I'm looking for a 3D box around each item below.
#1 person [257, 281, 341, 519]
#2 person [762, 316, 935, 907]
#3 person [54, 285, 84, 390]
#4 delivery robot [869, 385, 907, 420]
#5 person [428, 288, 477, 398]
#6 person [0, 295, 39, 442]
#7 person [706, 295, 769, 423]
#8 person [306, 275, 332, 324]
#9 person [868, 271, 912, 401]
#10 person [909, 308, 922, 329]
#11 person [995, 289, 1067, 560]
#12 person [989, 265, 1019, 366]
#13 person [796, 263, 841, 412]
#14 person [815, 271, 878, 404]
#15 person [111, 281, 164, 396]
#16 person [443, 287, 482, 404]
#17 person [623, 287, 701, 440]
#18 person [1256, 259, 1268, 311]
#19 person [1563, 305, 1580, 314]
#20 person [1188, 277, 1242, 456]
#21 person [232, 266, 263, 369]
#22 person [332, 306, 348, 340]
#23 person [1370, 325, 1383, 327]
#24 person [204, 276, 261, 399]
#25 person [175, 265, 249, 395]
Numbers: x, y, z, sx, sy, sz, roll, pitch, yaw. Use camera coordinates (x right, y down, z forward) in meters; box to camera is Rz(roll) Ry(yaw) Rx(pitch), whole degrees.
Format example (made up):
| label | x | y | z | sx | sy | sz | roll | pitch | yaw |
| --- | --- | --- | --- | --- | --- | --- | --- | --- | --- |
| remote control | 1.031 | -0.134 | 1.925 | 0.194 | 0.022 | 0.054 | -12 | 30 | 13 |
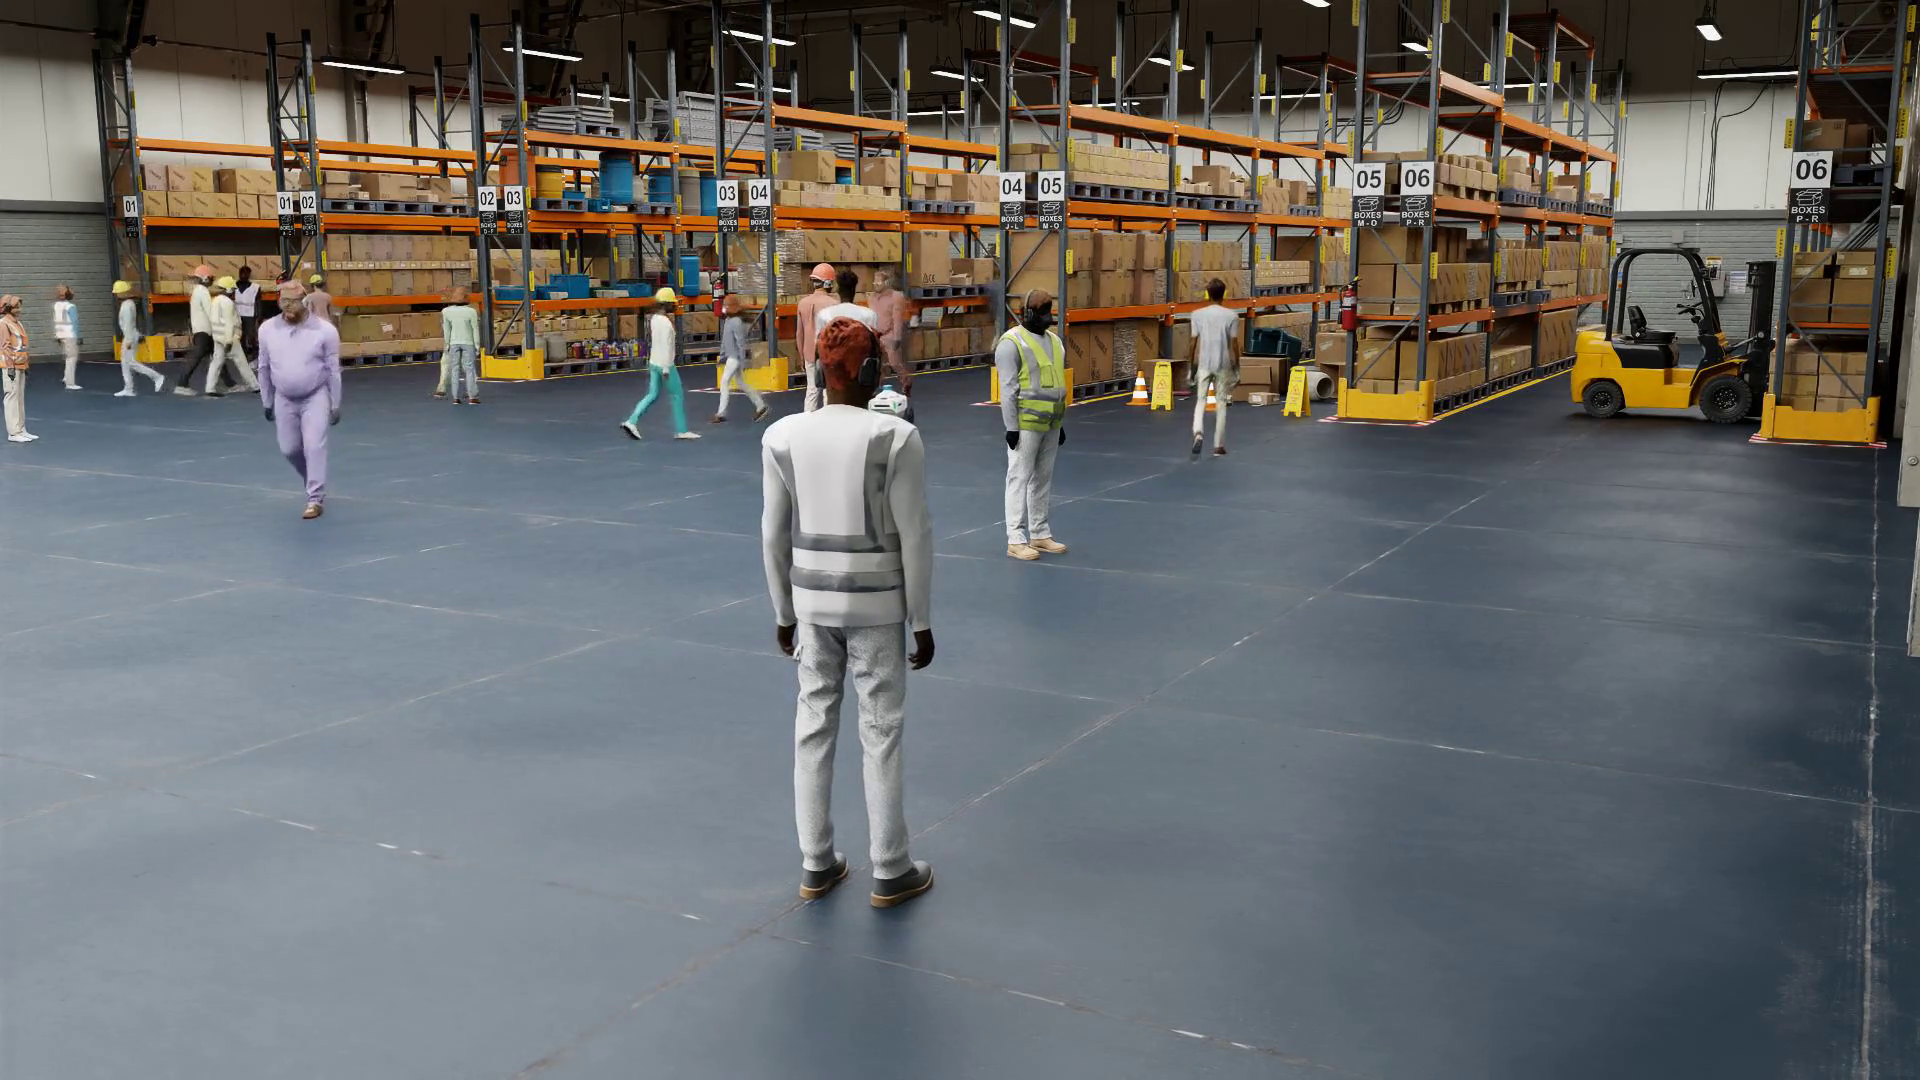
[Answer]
| label | x | y | z | sx | sy | sz | roll | pitch | yaw |
| --- | --- | --- | --- | --- | --- | --- | --- | --- | --- |
| person | -5.275 | -1.138 | 13.366 | 0.653 | 1.886 | 0.692 | -1 | 10 | -5 |
| person | -0.347 | 0.234 | 5.321 | 0.572 | 1.887 | 0.354 | 4 | 10 | 21 |
| person | -13.833 | -3.144 | 25.859 | 0.538 | 1.623 | 0.385 | 7 | 12 | 34 |
| delivery robot | -0.845 | -1.578 | 19.547 | 0.477 | 0.478 | 0.707 | 2 | 10 | 9 |
| person | -7.449 | -2.863 | 24.289 | 0.793 | 1.595 | 0.545 | 3 | 10 | 15 |
| person | -10.598 | -1.917 | 18.644 | 0.307 | 1.637 | 0.512 | -3 | 10 | -15 |
| person | -2.785 | -2.270 | 20.820 | 0.816 | 1.598 | 0.498 | -4 | 10 | -20 |
| person | -11.241 | -3.760 | 29.100 | 0.743 | 1.735 | 0.544 | 6 | 12 | 33 |
| person | -1.054 | -2.953 | 24.051 | 0.630 | 1.864 | 0.893 | 6 | 11 | 30 |
| person | -1.071 | -4.670 | 34.705 | 0.537 | 1.656 | 0.857 | 3 | 10 | 19 |
| person | 0.522 | -0.797 | 11.483 | 0.429 | 1.846 | 0.627 | 8 | 12 | 39 |
| person | 0.795 | -4.092 | 30.534 | 0.639 | 1.926 | 0.598 | 6 | 11 | 30 |
| person | -1.467 | -1.961 | 17.856 | 0.626 | 1.992 | 0.387 | 7 | 12 | 35 |
| person | -1.125 | -1.705 | 16.572 | 0.633 | 1.911 | 0.984 | 0 | 10 | -2 |
| person | -12.240 | -2.988 | 24.664 | 0.606 | 1.714 | 0.495 | -5 | 11 | -25 |
| person | -6.972 | -2.715 | 23.318 | 0.507 | 1.636 | 0.275 | 1 | 10 | 5 |
| person | -3.395 | -1.981 | 18.739 | 0.830 | 1.735 | 0.530 | -6 | 11 | -31 |
| person | 7.072 | -5.494 | 38.522 | 0.931 | 2.001 | 0.678 | -4 | 10 | -22 |
| person | 13.195 | -5.072 | 35.936 | 0.996 | 2.000 | 0.689 | 8 | 13 | 40 |
| person | 2.627 | -1.777 | 17.185 | 0.565 | 1.859 | 0.539 | 3 | 10 | 18 |
| person | -13.104 | -4.046 | 30.352 | 0.661 | 1.892 | 0.565 | -1 | 10 | -7 |
| person | -13.051 | -4.735 | 34.659 | 0.545 | 1.796 | 1.013 | 2 | 10 | 14 |
| person | 9.191 | -5.094 | 36.603 | 0.509 | 1.860 | 0.333 | 3 | 10 | 15 |
| person | -10.637 | -2.954 | 24.296 | 0.601 | 1.771 | 0.964 | 9 | 13 | 42 |
| person | -11.306 | -3.129 | 24.890 | 1.046 | 1.946 | 0.611 | -5 | 11 | -29 |
